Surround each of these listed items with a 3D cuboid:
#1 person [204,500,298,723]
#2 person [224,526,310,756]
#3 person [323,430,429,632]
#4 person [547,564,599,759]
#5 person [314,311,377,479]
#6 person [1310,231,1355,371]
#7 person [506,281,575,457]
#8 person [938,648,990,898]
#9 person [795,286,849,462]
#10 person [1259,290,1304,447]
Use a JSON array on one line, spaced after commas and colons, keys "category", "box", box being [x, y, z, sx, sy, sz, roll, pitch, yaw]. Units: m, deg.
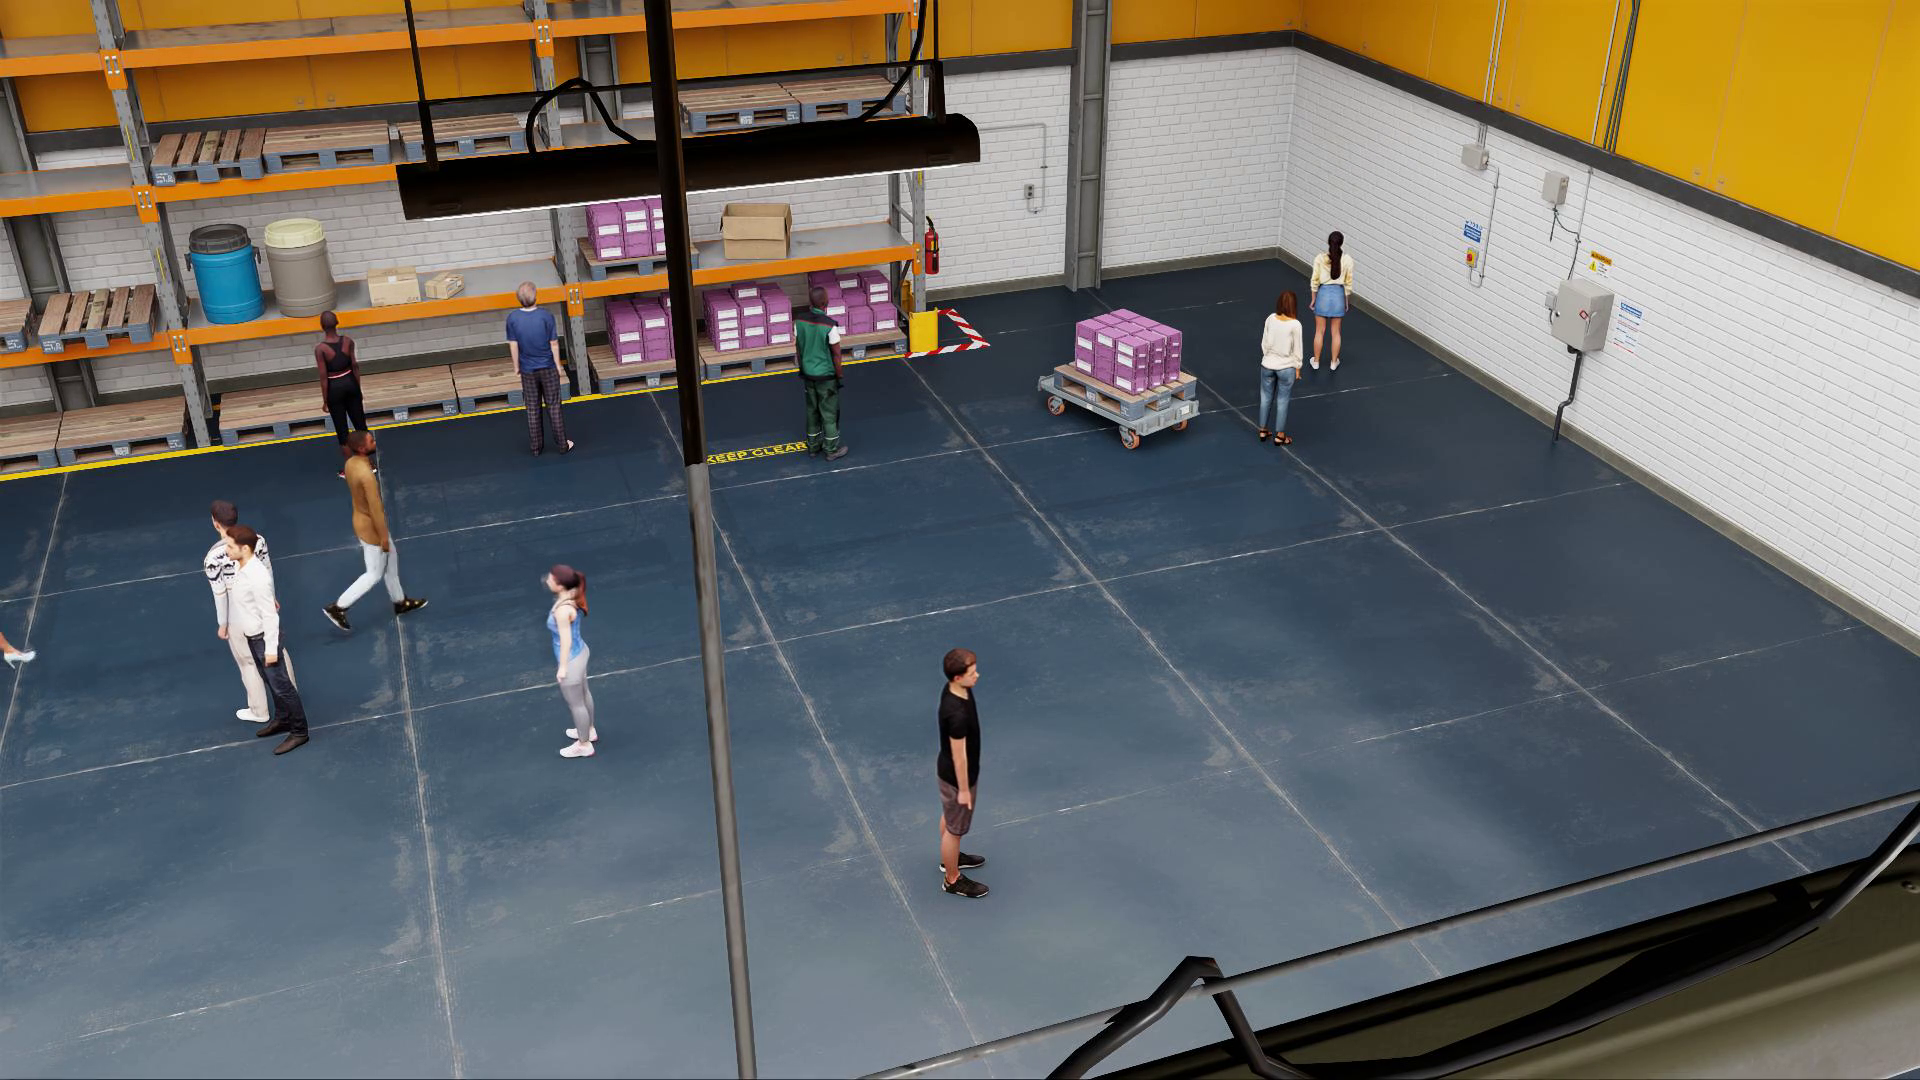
[{"category": "person", "box": [-5.494, 0.540, 12.825, 0.824, 1.860, 0.737, 16, 32, 26]}, {"category": "person", "box": [-5.220, 0.721, 12.482, 0.667, 1.871, 0.726, -22, 36, -35]}, {"category": "person", "box": [-5.041, -0.059, 13.995, 1.191, 1.792, 0.851, -19, 34, -31]}, {"category": "person", "box": [-2.910, 0.883, 12.457, 0.652, 1.610, 0.636, 0, 29, 0]}, {"category": "person", "box": [-6.154, -1.454, 16.587, 0.734, 1.758, 0.624, 22, 36, 35]}, {"category": "person", "box": [4.249, -2.752, 19.100, 0.655, 1.631, 0.777, 4, 29, 8]}, {"category": "person", "box": [-4.315, -1.754, 17.021, 0.580, 1.871, 0.773, -2, 29, -4]}, {"category": "person", "box": [-0.014, 1.509, 11.048, 0.690, 1.861, 0.755, -1, 29, -2]}, {"category": "person", "box": [-1.424, -1.702, 16.958, 0.778, 1.838, 0.818, 15, 32, 26]}, {"category": "person", "box": [3.322, -1.800, 17.301, 0.702, 1.682, 0.693, 24, 37, 37]}]
